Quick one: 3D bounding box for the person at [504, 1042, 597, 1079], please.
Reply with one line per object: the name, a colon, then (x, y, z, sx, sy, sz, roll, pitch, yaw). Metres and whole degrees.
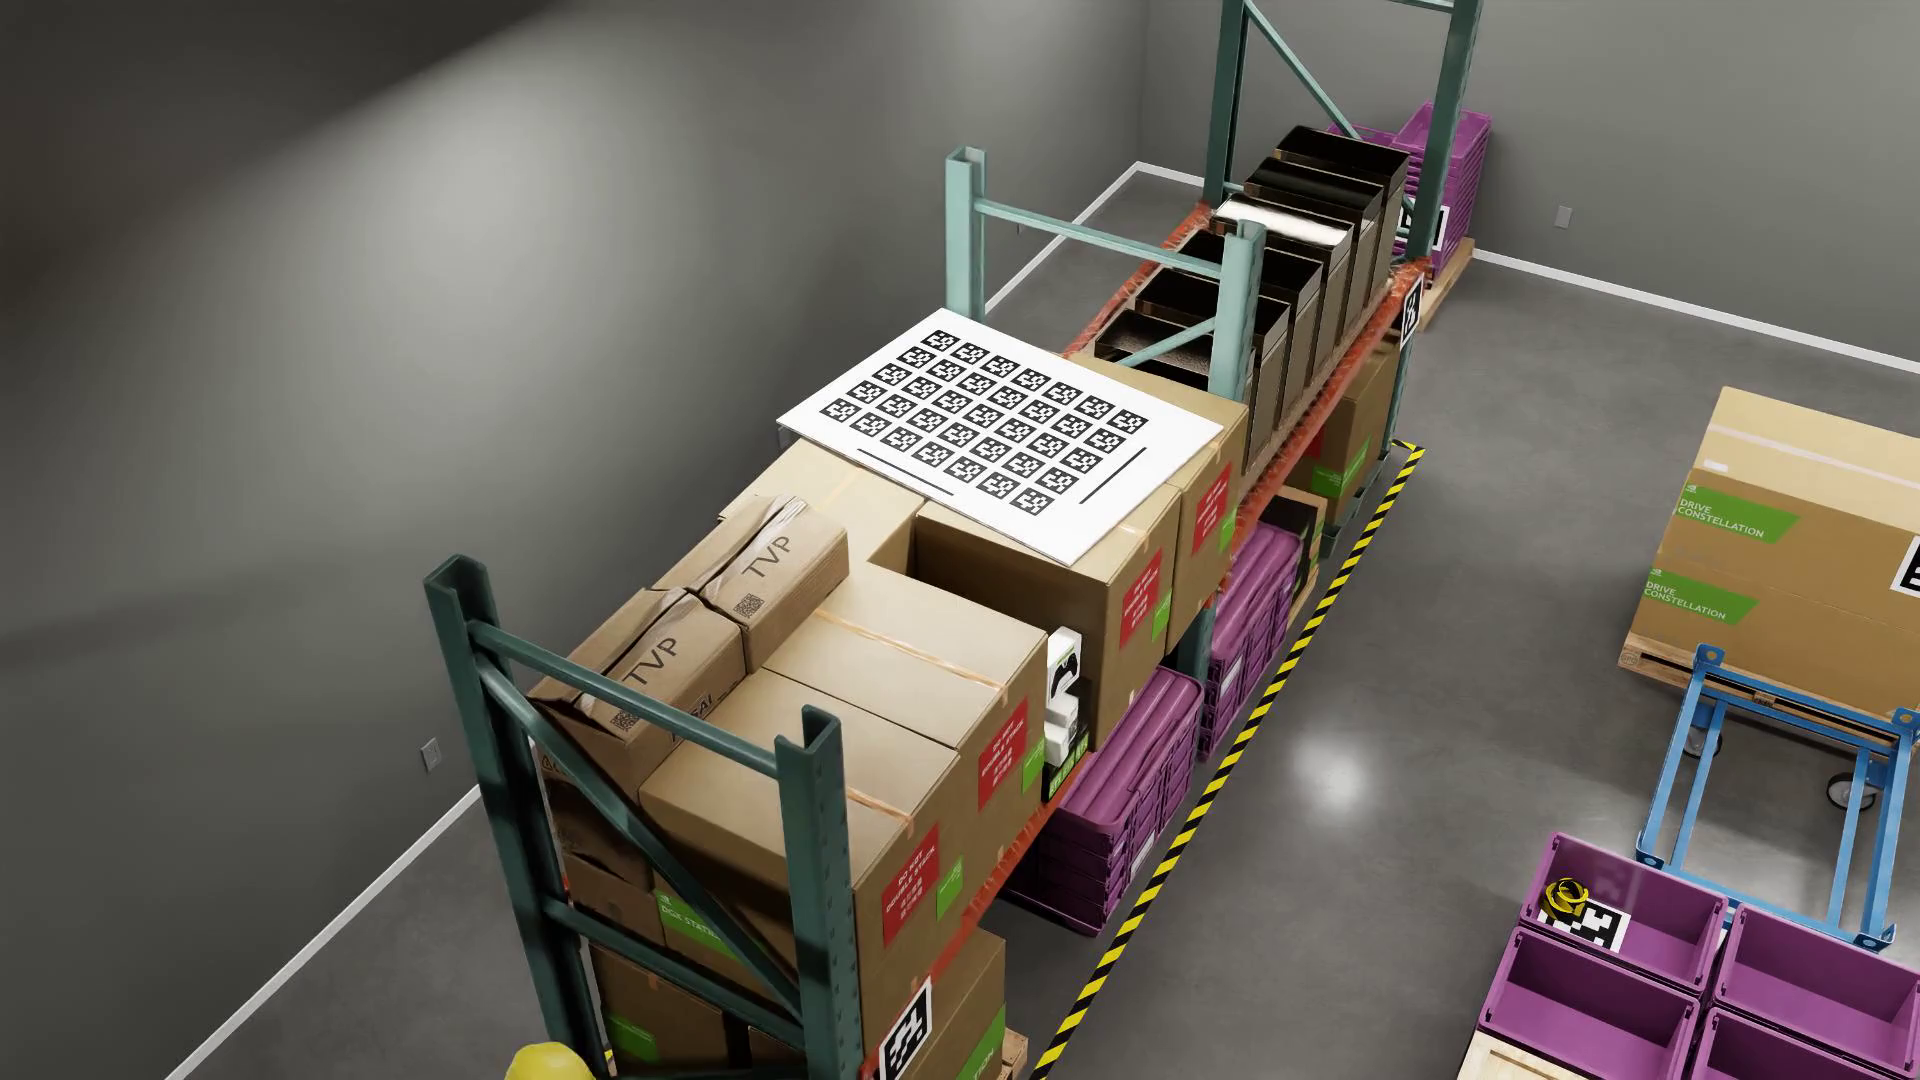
person: (-0.834, 2.014, 4.344, 0.595, 1.766, 0.963, -31, 49, -31)
